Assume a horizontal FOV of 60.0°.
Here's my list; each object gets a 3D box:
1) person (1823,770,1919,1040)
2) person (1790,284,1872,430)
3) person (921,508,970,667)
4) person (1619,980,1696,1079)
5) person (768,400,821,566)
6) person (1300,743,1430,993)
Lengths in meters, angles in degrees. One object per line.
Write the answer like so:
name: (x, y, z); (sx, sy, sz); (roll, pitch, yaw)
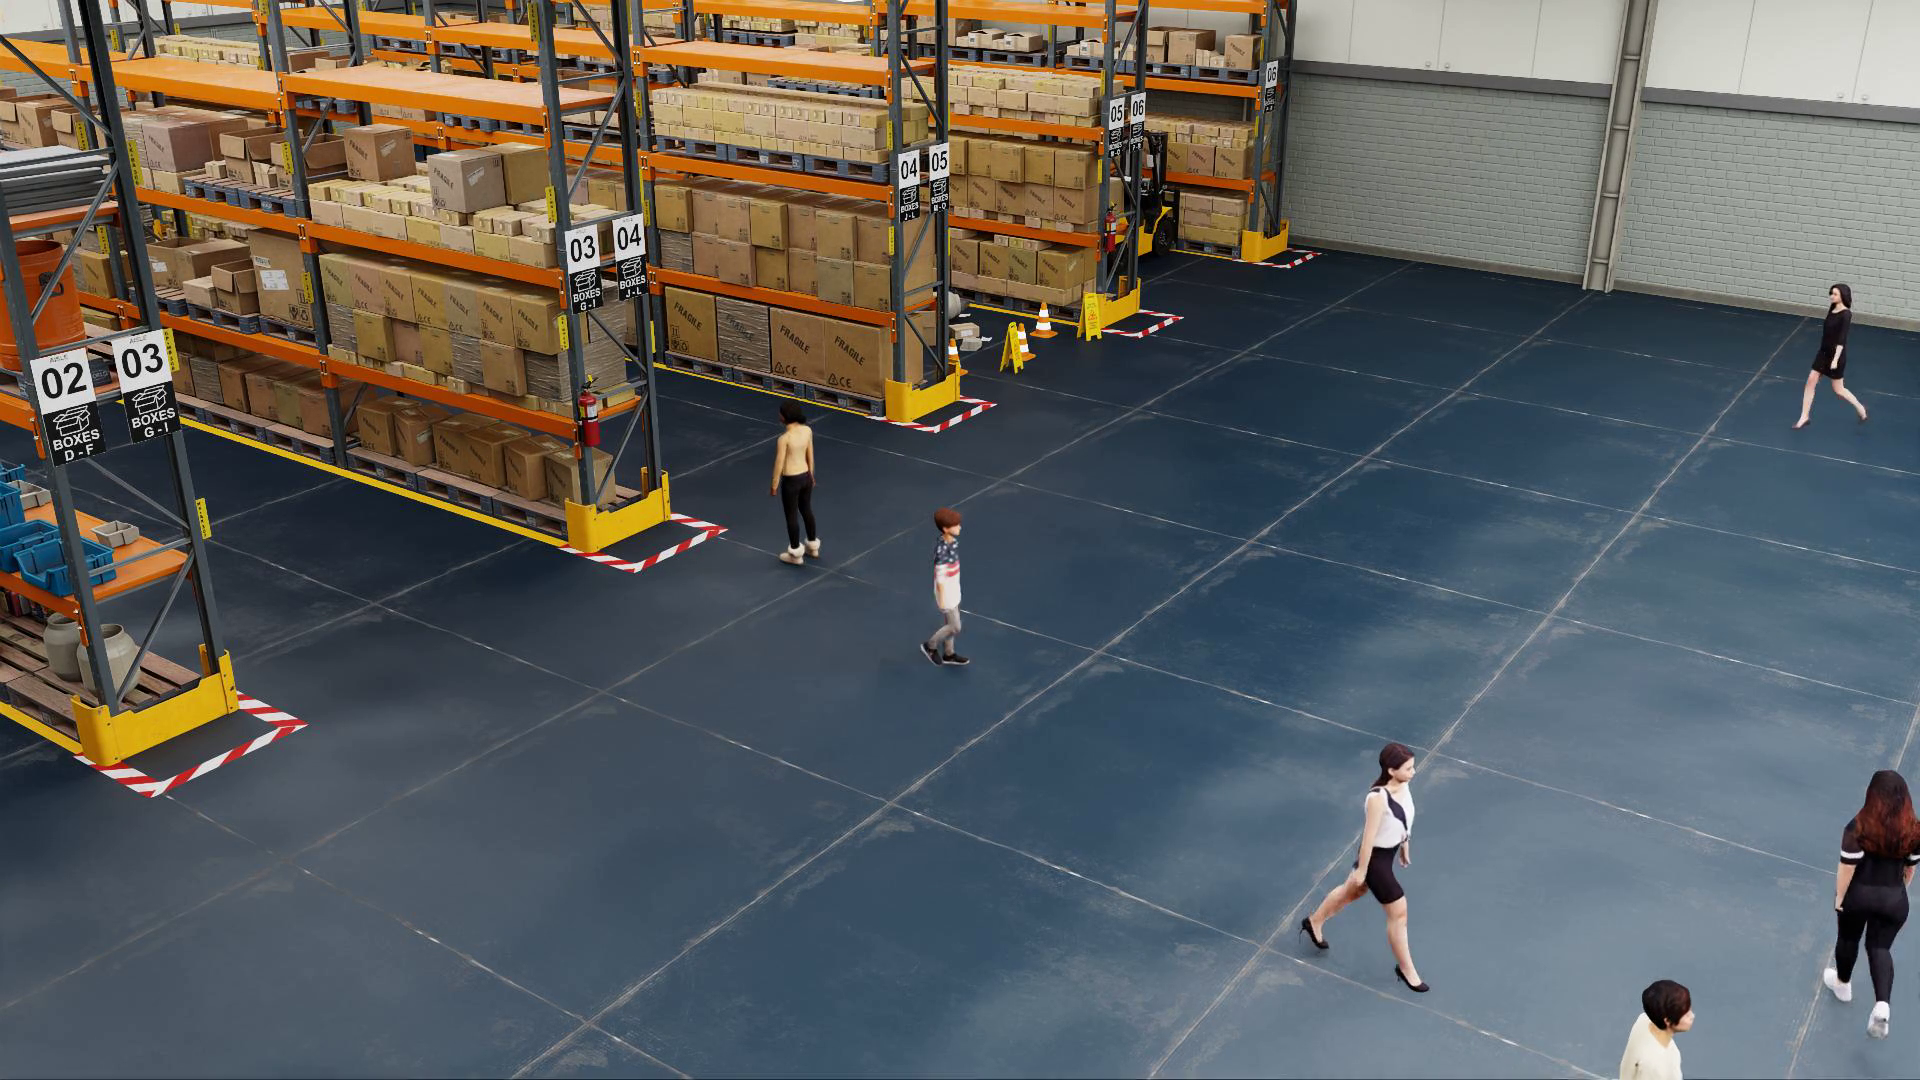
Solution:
person: (5.347, 2.130, 9.699); (1.043, 1.618, 0.950); (4, 23, 9)
person: (10.273, -2.084, 19.412); (1.142, 1.773, 1.005); (-1, 23, -3)
person: (-0.162, 0.405, 13.989); (0.723, 1.436, 0.648); (5, 24, 12)
person: (3.270, 2.819, 8.172); (1.094, 1.545, 0.851); (5, 24, 12)
person: (-1.557, -0.556, 15.969); (0.614, 1.654, 0.673); (20, 30, 39)
person: (2.468, 1.950, 10.142); (1.070, 1.603, 0.573); (14, 27, 30)
